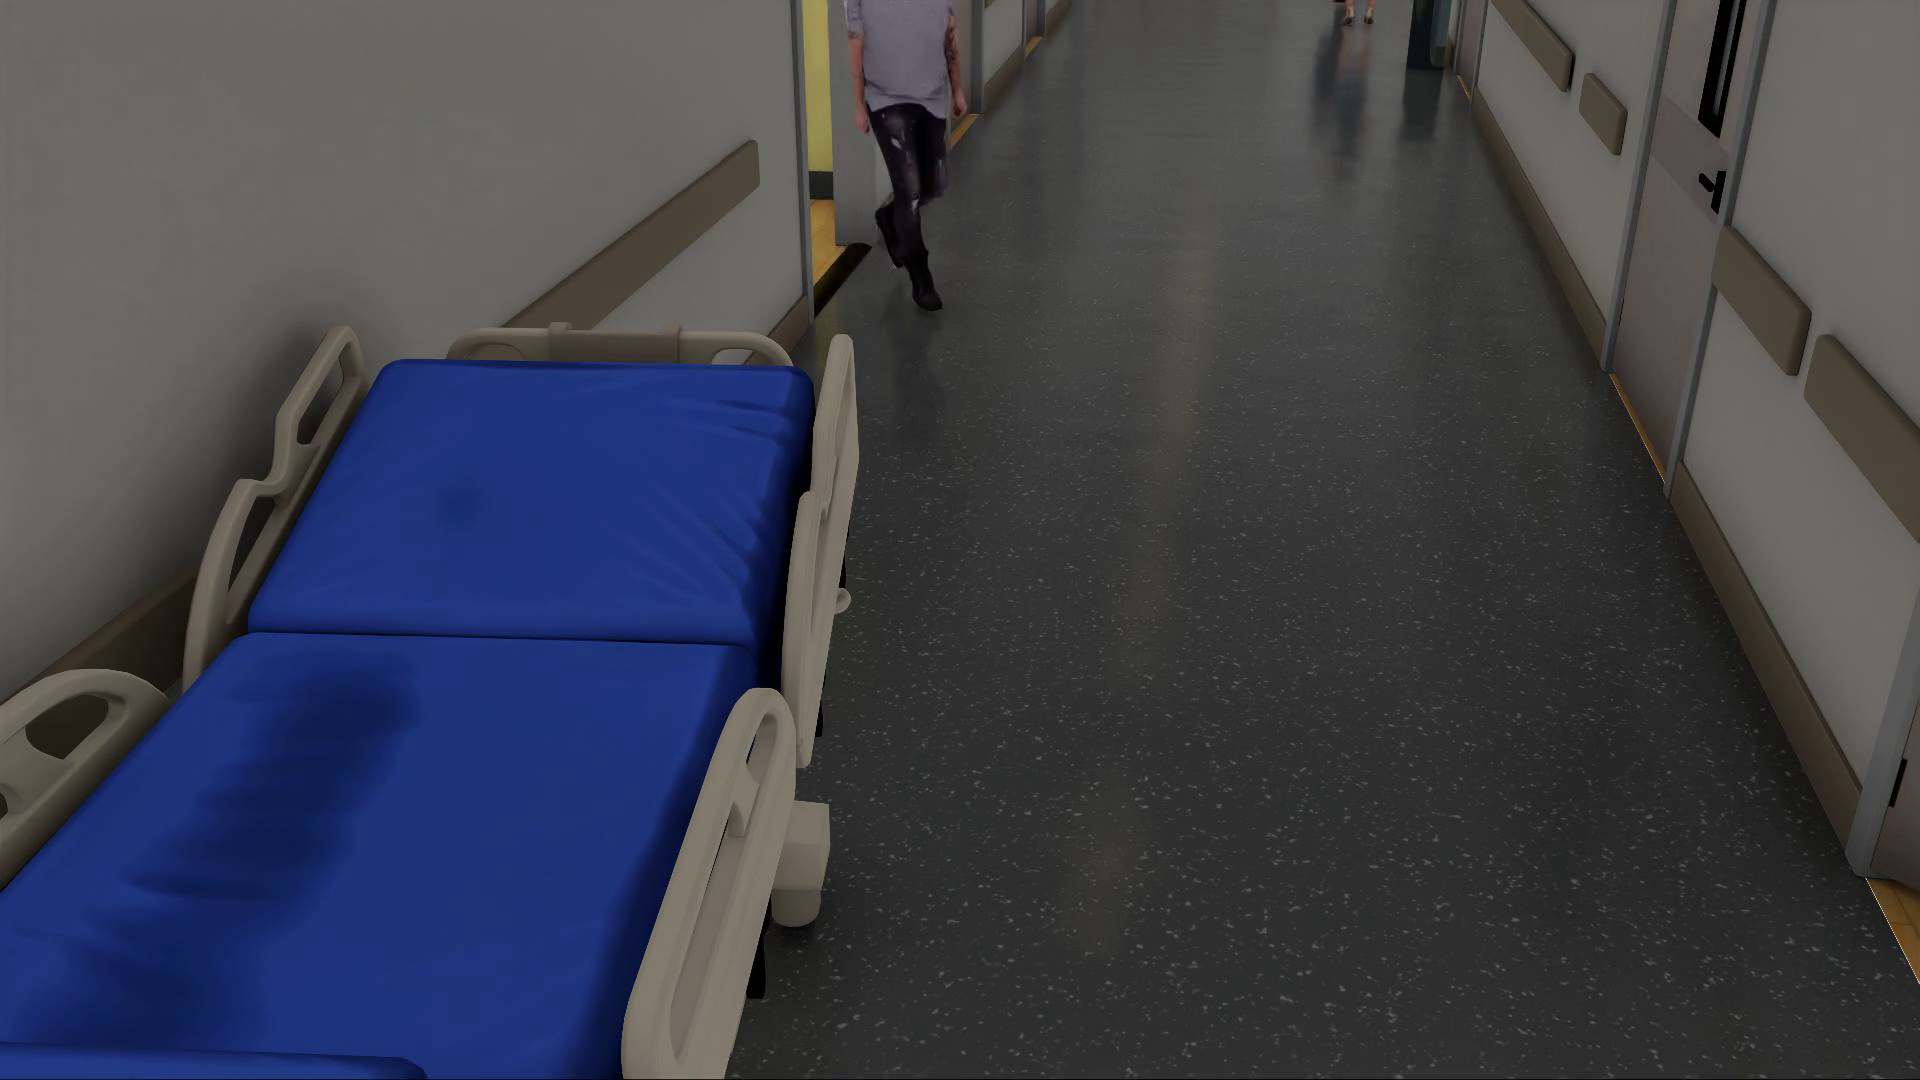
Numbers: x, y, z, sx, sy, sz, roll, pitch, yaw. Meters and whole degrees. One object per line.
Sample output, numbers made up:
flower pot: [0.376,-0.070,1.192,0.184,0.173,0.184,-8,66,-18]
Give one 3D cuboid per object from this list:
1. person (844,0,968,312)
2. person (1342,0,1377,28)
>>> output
person: [-0.274,-2.008,7.657,1.146,1.797,1.141,-14,29,-26]
person: [3.719,-5.568,15.165,0.477,1.687,0.642,-1,26,-2]
